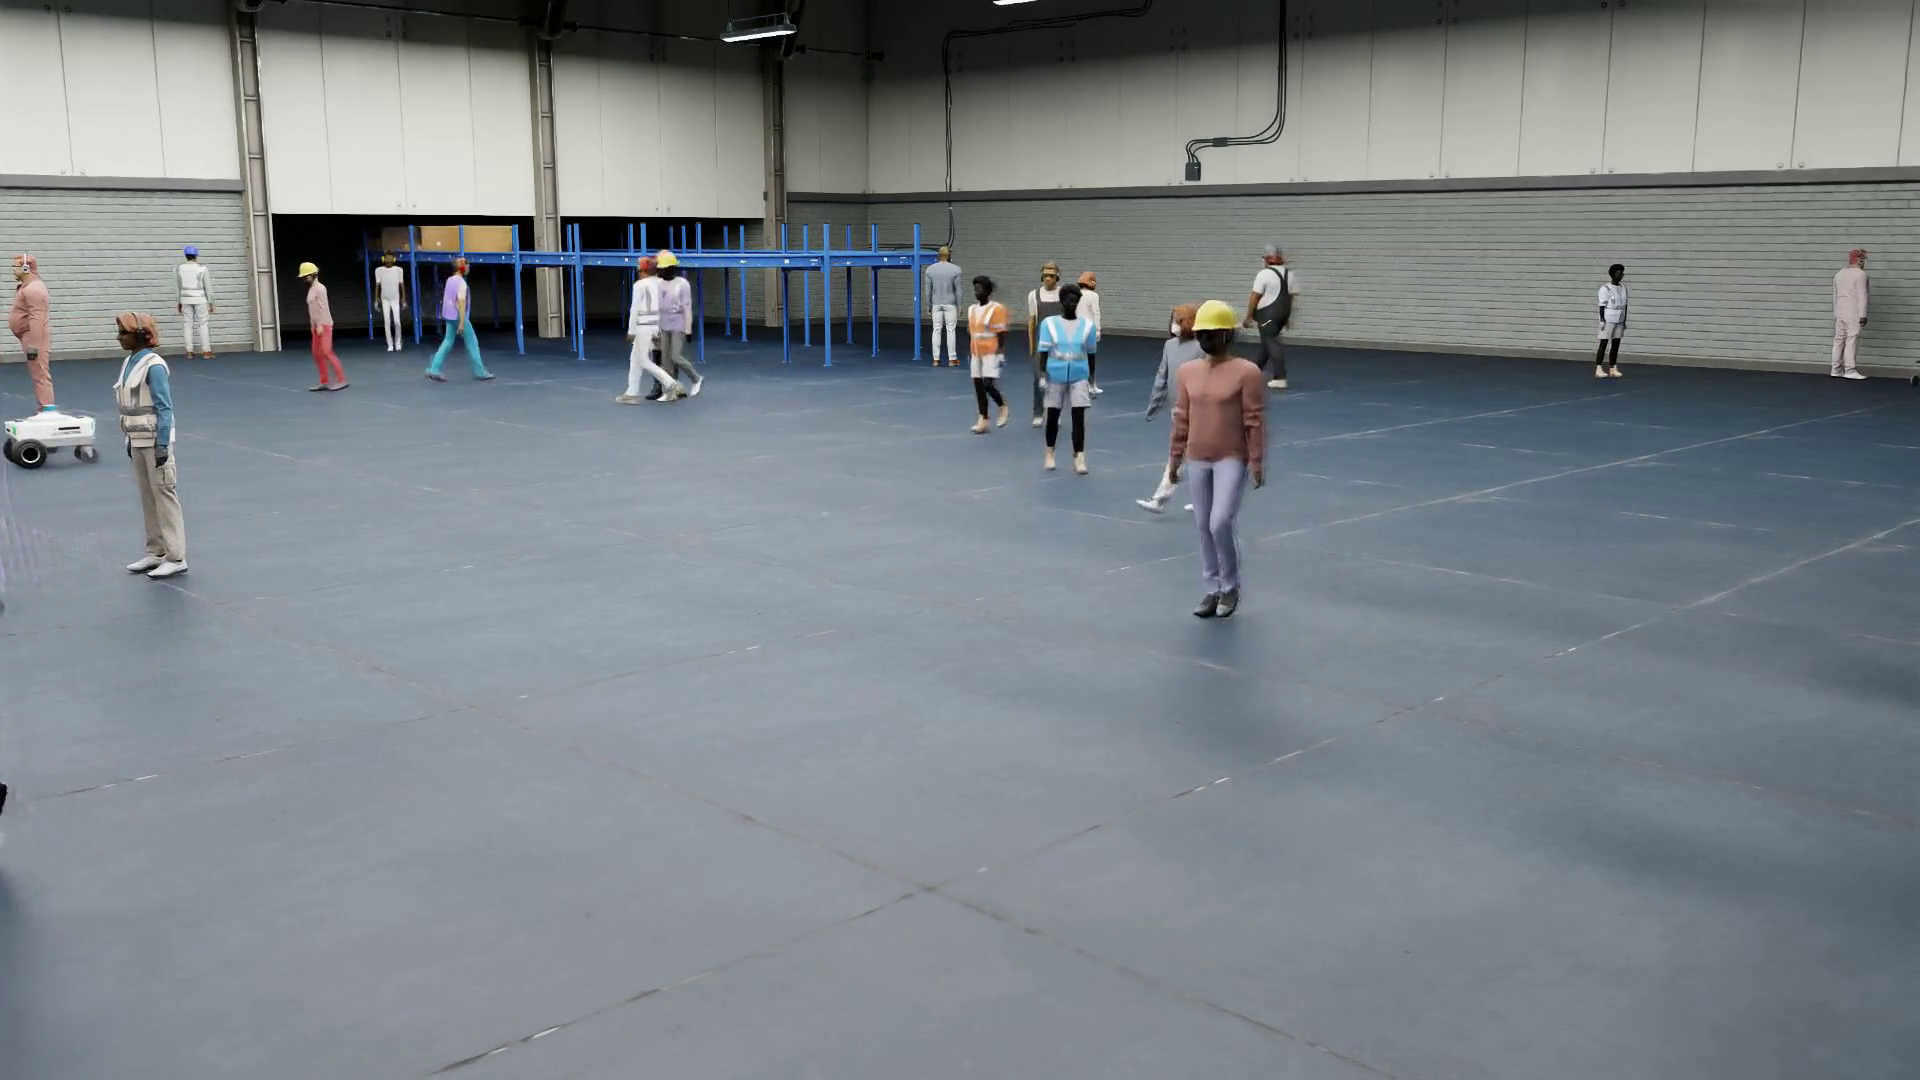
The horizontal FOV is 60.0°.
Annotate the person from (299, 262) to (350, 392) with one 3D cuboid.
[{"bbox_3d":[-8.649,-2.888,22.587,0.506,1.742,0.671,-8,13,-36],"label":"person"}]

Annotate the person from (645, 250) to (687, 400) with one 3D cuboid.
[{"bbox_3d":[-3.867,-2.783,21.550,0.633,1.927,0.397,-3,11,-16],"label":"person"}]

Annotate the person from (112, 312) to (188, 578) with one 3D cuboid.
[{"bbox_3d":[-5.052,-0.594,10.359,0.523,1.639,0.309,10,14,43],"label":"person"}]

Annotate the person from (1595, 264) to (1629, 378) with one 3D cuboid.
[{"bbox_3d":[9.733,-3.268,24.809,0.530,1.689,0.321,-5,11,-24],"label":"person"}]

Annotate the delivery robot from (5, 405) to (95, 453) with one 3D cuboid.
[{"bbox_3d":[-8.465,-1.017,15.488,0.707,0.478,0.477,-9,13,-39],"label":"delivery robot"}]

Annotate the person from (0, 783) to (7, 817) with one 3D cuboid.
[{"bbox_3d":[-3.612,0.154,5.644,0.799,1.880,0.641,2,11,13],"label":"person"}]

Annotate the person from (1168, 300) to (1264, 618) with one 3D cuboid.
[{"bbox_3d":[1.394,-0.433,9.159,0.549,1.754,0.462,8,13,37],"label":"person"}]

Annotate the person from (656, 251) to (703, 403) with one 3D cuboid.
[{"bbox_3d":[-3.644,-2.728,21.271,0.605,1.911,0.548,8,13,37],"label":"person"}]

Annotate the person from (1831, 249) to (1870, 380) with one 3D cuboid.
[{"bbox_3d":[13.193,-3.336,24.581,0.406,1.910,0.637,-2,11,-8],"label":"person"}]

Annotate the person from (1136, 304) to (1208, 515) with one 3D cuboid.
[{"bbox_3d":[1.641,-0.982,12.614,0.851,1.592,0.506,-5,12,-27],"label":"person"}]

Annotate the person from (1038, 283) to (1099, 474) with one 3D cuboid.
[{"bbox_3d":[0.971,-1.460,14.972,0.559,1.701,0.412,0,10,-2],"label":"person"}]

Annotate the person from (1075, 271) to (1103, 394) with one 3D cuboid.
[{"bbox_3d":[1.700,-2.793,22.371,0.287,1.633,0.497,-9,14,-41],"label":"person"}]

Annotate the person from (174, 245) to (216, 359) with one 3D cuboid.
[{"bbox_3d":[-13.174,-4.098,28.631,0.615,1.942,0.408,-1,10,-5],"label":"person"}]

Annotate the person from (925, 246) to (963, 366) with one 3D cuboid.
[{"bbox_3d":[-0.253,-3.801,27.036,0.635,1.935,0.349,3,11,16],"label":"person"}]

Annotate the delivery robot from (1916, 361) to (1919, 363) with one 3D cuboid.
[{"bbox_3d":[13.855,-2.619,23.514,0.698,0.223,0.335,-4,11,-22],"label":"delivery robot"}]

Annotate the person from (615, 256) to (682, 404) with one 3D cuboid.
[{"bbox_3d":[-3.931,-2.622,20.849,0.835,1.851,0.595,2,11,9],"label":"person"}]

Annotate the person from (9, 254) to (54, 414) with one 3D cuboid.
[{"bbox_3d":[-10.142,-2.161,18.179,0.409,1.909,0.643,-6,12,-29],"label":"person"}]

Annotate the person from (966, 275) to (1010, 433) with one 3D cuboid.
[{"bbox_3d":[0.276,-1.998,17.881,0.388,1.683,0.560,-10,14,-42],"label":"person"}]

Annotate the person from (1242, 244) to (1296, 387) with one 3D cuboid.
[{"bbox_3d":[4.304,-3.171,23.434,0.684,2.000,1.012,-9,14,-42],"label":"person"}]

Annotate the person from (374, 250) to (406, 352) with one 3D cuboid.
[{"bbox_3d":[-10.418,-4.361,30.344,0.539,1.845,0.552,-3,11,-15],"label":"person"}]

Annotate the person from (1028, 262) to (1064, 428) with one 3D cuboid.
[{"bbox_3d":[1.003,-2.121,18.211,0.538,1.819,0.751,1,10,6],"label":"person"}]

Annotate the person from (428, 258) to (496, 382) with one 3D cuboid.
[{"bbox_3d":[-7.330,-3.205,24.212,0.990,1.793,0.558,-10,14,-43],"label":"person"}]
